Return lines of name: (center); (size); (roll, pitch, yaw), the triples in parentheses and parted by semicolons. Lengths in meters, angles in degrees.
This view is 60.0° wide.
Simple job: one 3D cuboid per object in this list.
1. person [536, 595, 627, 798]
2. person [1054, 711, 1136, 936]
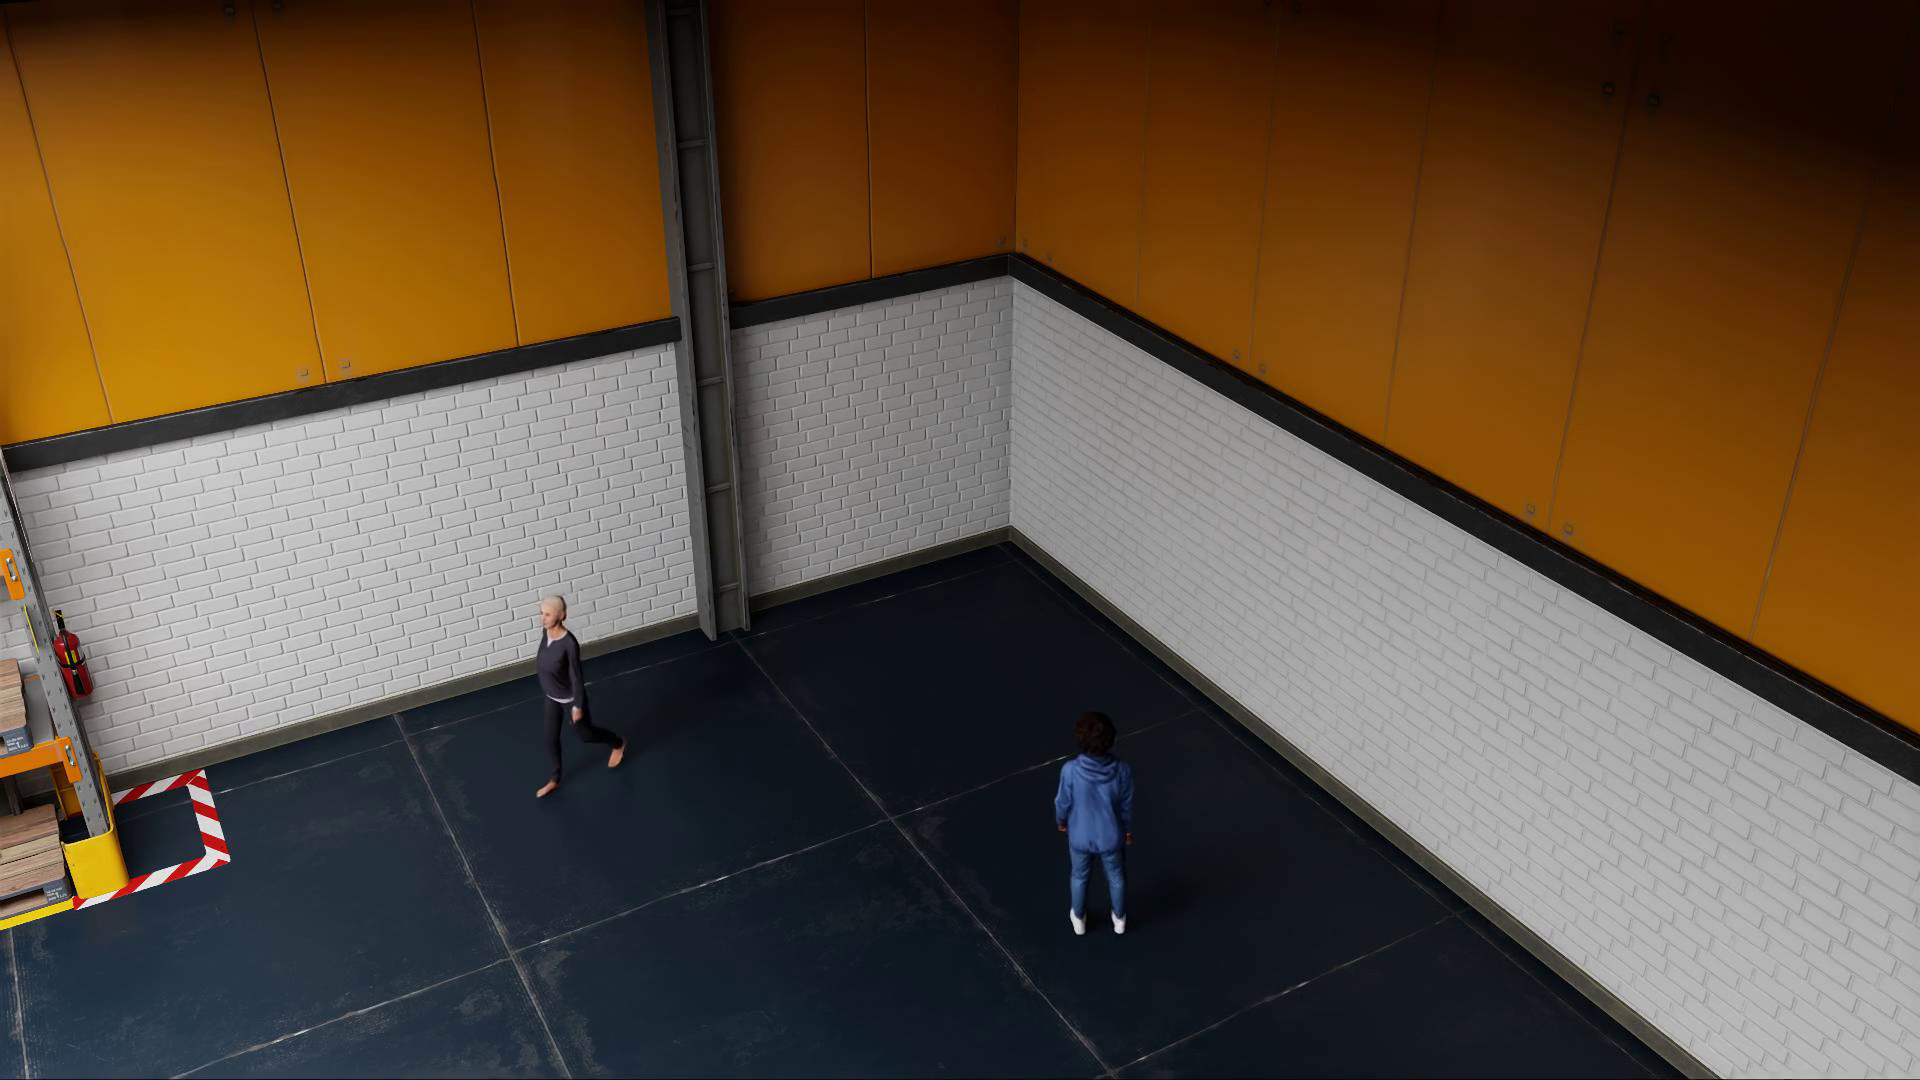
person: (-3.004, 1.161, 12.971); (0.845, 1.699, 1.128); (22, 36, 35)
person: (0.921, 1.990, 11.348); (0.774, 1.798, 0.874); (3, 29, 5)
